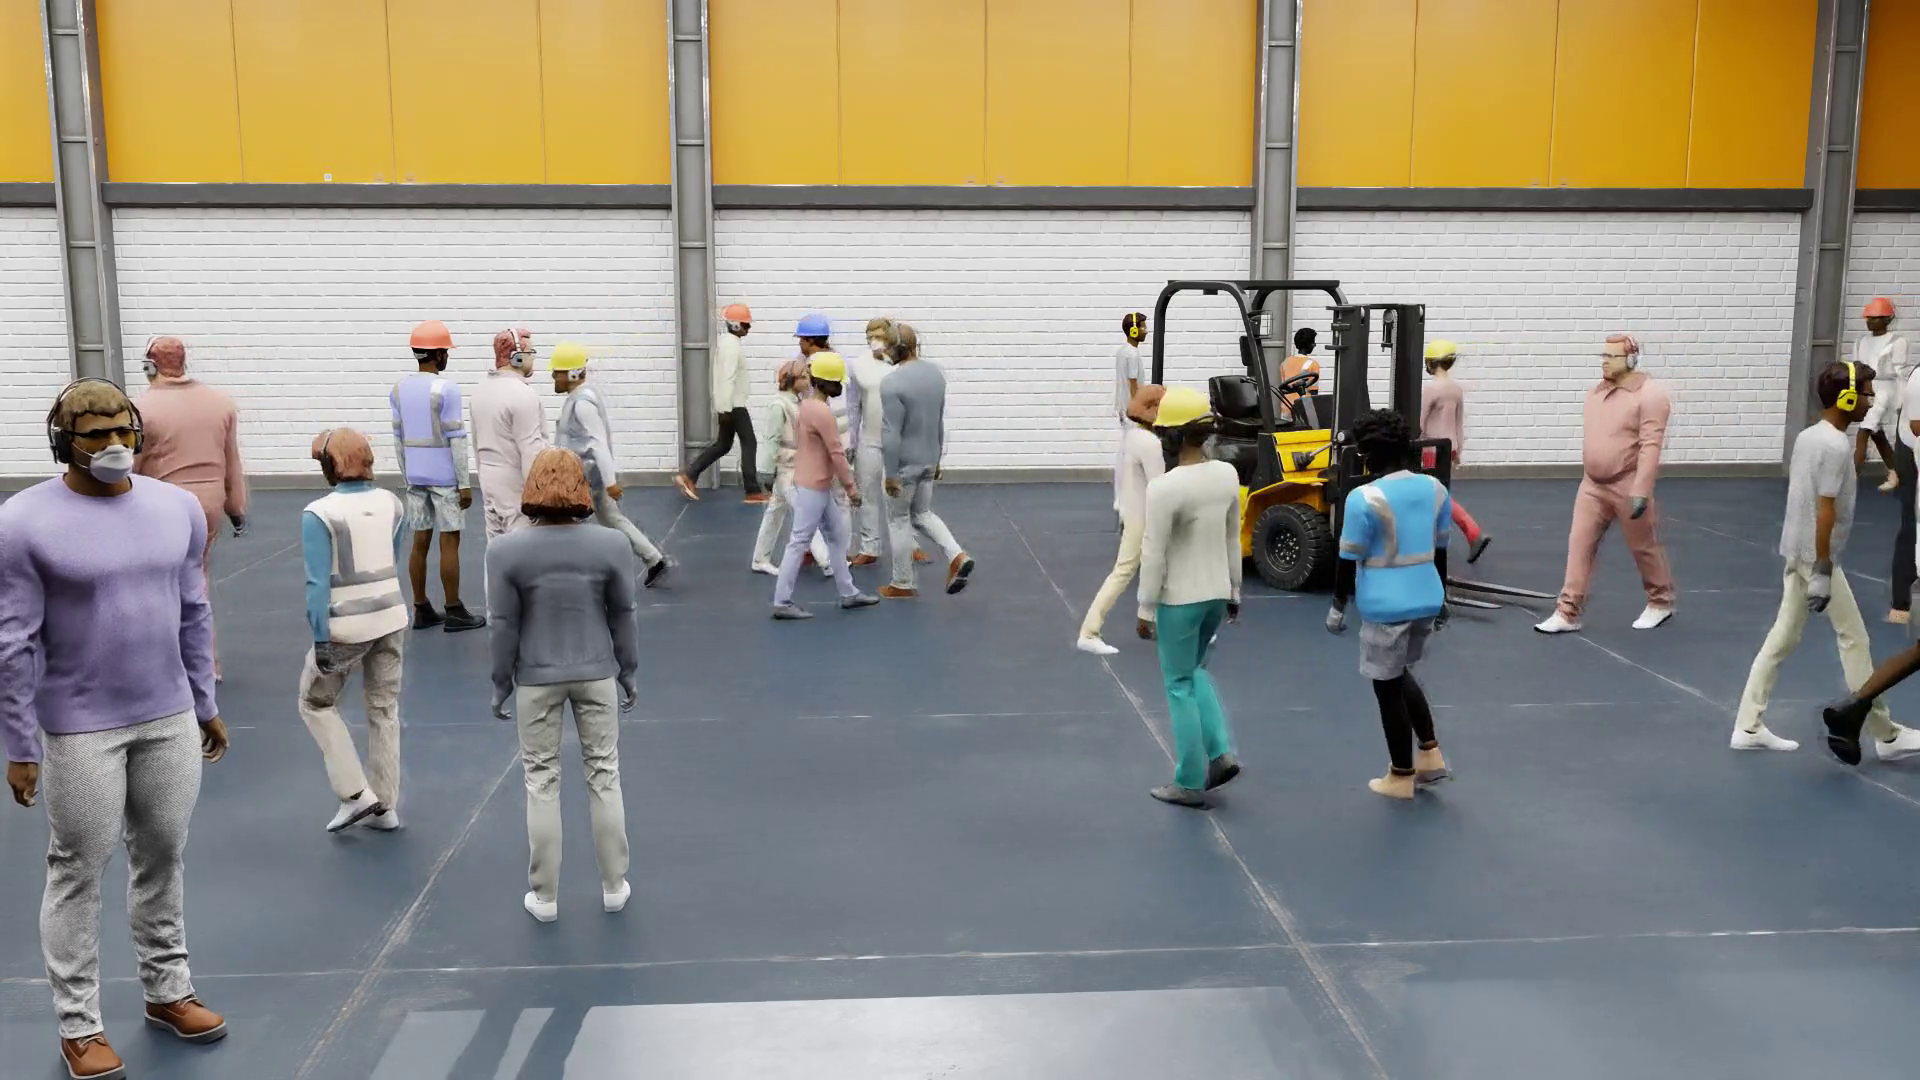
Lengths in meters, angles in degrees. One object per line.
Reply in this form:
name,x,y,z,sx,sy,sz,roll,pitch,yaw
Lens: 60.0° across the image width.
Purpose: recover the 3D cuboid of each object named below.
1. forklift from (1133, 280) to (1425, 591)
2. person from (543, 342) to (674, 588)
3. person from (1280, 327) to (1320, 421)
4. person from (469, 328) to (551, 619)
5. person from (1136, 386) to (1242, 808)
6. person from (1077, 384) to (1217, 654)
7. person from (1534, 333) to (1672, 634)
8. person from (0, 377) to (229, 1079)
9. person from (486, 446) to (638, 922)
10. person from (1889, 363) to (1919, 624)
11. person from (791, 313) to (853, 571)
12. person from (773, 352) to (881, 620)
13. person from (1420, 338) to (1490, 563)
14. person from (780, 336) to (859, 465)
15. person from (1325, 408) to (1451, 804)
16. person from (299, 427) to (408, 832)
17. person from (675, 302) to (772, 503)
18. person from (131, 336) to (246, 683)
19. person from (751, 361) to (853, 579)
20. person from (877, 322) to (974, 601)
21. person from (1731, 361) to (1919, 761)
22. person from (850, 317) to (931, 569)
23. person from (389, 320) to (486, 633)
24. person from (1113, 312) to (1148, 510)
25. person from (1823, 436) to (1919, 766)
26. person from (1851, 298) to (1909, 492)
forklift,2.301,-0.860,12.475,1.214,2.155,2.313,-6,11,-35
person,-2.478,-0.477,11.423,0.979,1.777,0.600,-2,9,-11
person,3.434,-1.292,16.773,0.318,1.691,0.532,-5,10,-30
person,-2.585,-0.280,9.734,0.399,1.909,0.642,-8,12,-42
person,0.929,0.241,6.898,0.535,1.754,0.361,-8,12,-40
person,1.079,-0.118,9.728,0.868,1.586,0.524,-1,9,-6
person,4.072,-0.341,10.280,0.983,1.871,0.650,-5,10,-29
person,-2.354,0.515,4.639,0.355,1.938,0.636,6,11,33
person,-1.359,0.494,5.728,0.507,1.631,0.266,-3,10,-19
person,6.166,-0.450,10.384,0.723,2.000,0.587,-9,13,-44
person,-1.064,-0.714,12.405,0.581,1.929,0.610,4,10,26
person,-0.835,-0.341,10.702,0.859,1.717,0.537,-3,9,-17
person,3.777,-0.699,12.922,0.826,1.732,0.520,9,12,43
person,-1.097,-0.746,12.662,0.652,1.906,0.408,3,10,20
person,1.803,0.285,6.946,0.547,1.672,0.378,-6,11,-31
person,-2.394,0.364,6.588,0.389,1.624,0.517,5,10,29
person,-2.289,-1.316,16.096,0.889,1.961,0.610,-3,9,-17
person,-4.323,-0.163,9.056,0.756,1.880,0.680,5,10,29
person,-1.171,-0.504,12.114,0.885,1.584,0.536,3,9,16
person,-0.269,-0.503,11.131,0.690,1.908,0.637,7,12,38
person,4.028,0.103,7.586,0.880,1.823,0.531,2,9,9
person,-0.543,-0.734,12.647,0.665,1.910,0.586,2,9,11
person,-3.253,-0.391,10.340,0.542,1.938,0.357,4,10,25
person,1.613,-1.185,15.533,0.325,1.871,0.521,-1,9,-9
person,4.271,0.119,7.246,0.782,1.910,0.540,-1,9,-9
person,9.255,-1.448,16.819,1.039,1.995,0.626,-2,9,-14
